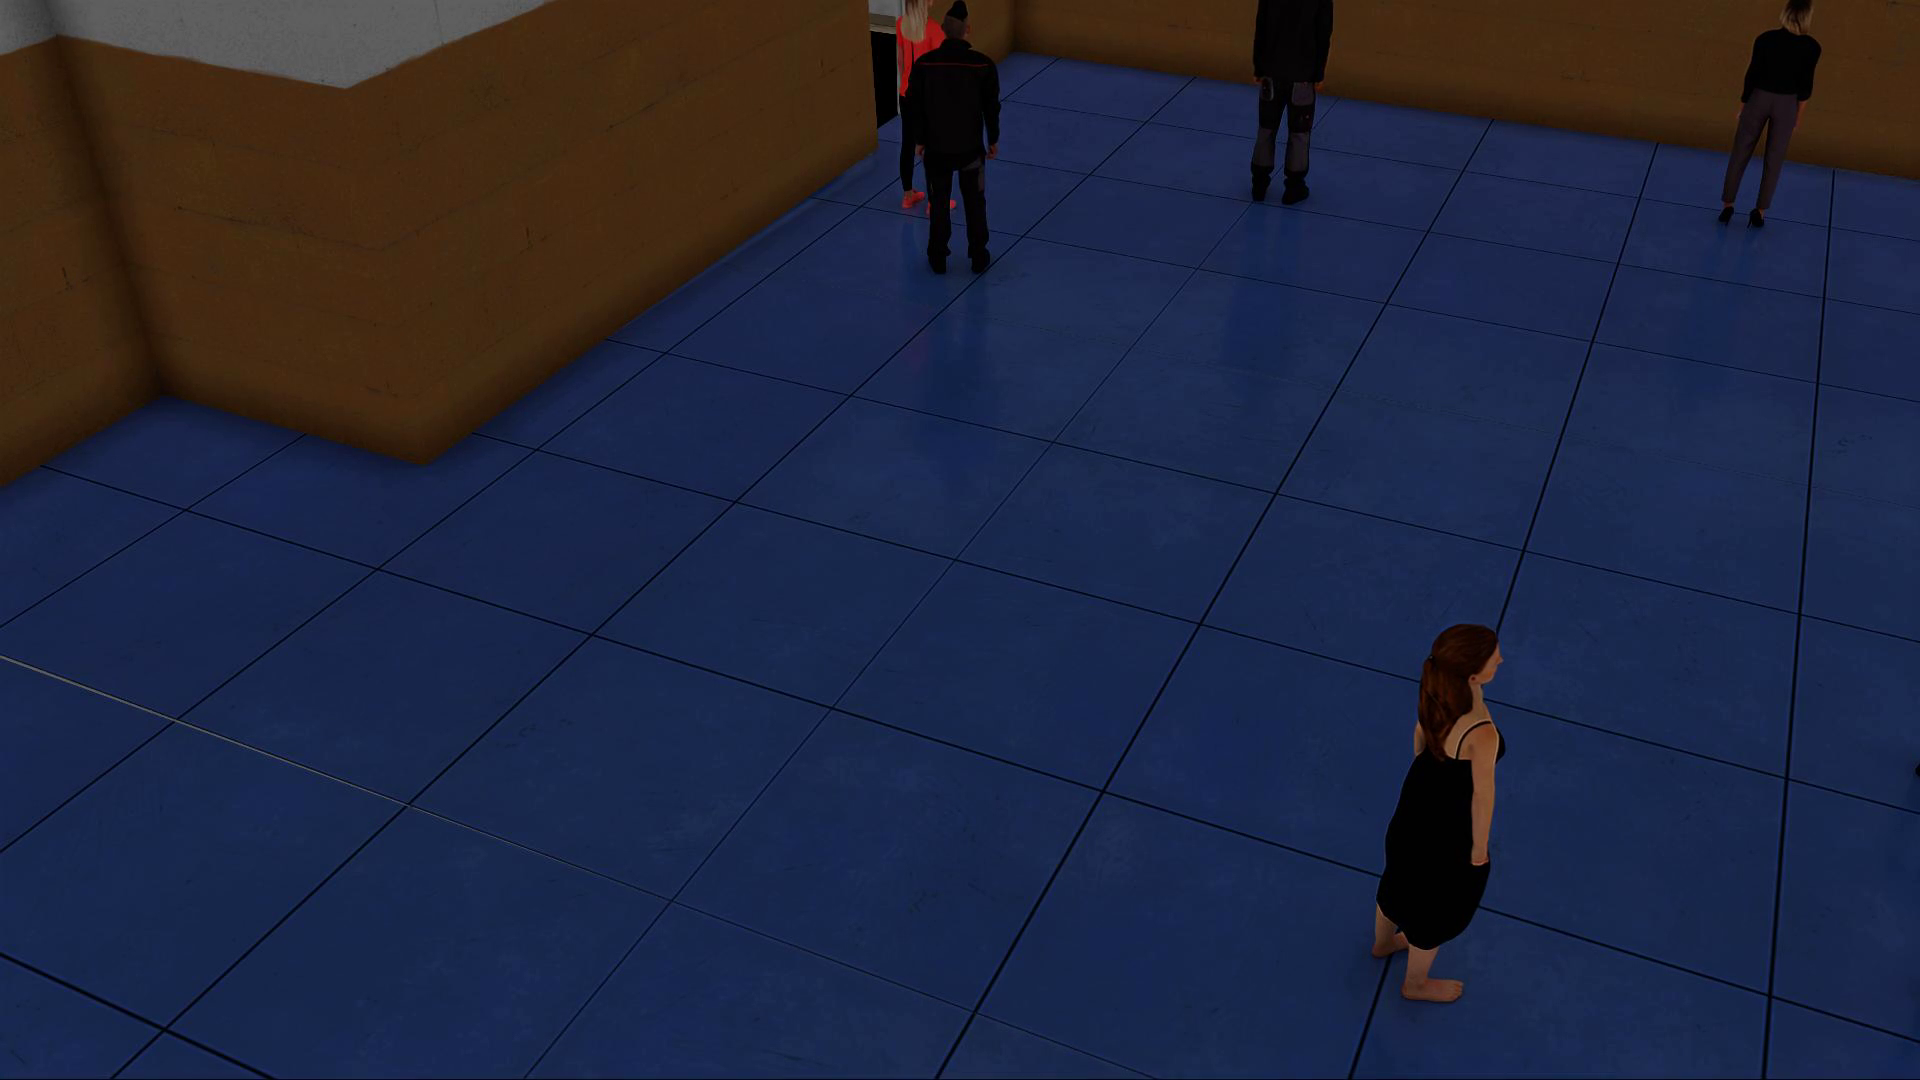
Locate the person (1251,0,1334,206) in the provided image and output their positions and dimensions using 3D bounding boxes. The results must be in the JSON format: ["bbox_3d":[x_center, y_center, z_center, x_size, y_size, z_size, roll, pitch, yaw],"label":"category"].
[{"bbox_3d":[2.416,-3.446,12.219,0.522,1.945,0.755,13,36,18],"label":"person"}]

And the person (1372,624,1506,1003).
[{"bbox_3d":[1.696,0.959,5.885,0.743,1.625,0.688,-10,35,-14],"label":"person"}]

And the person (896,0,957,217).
[{"bbox_3d":[-0.277,-3.218,12.102,0.541,1.694,0.697,24,40,31],"label":"person"}]

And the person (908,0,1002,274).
[{"bbox_3d":[-0.030,-2.695,11.144,0.721,1.862,0.909,1,34,2],"label":"person"}]

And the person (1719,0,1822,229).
[{"bbox_3d":[5.766,-3.038,11.852,0.469,1.671,0.664,17,37,23],"label":"person"}]
